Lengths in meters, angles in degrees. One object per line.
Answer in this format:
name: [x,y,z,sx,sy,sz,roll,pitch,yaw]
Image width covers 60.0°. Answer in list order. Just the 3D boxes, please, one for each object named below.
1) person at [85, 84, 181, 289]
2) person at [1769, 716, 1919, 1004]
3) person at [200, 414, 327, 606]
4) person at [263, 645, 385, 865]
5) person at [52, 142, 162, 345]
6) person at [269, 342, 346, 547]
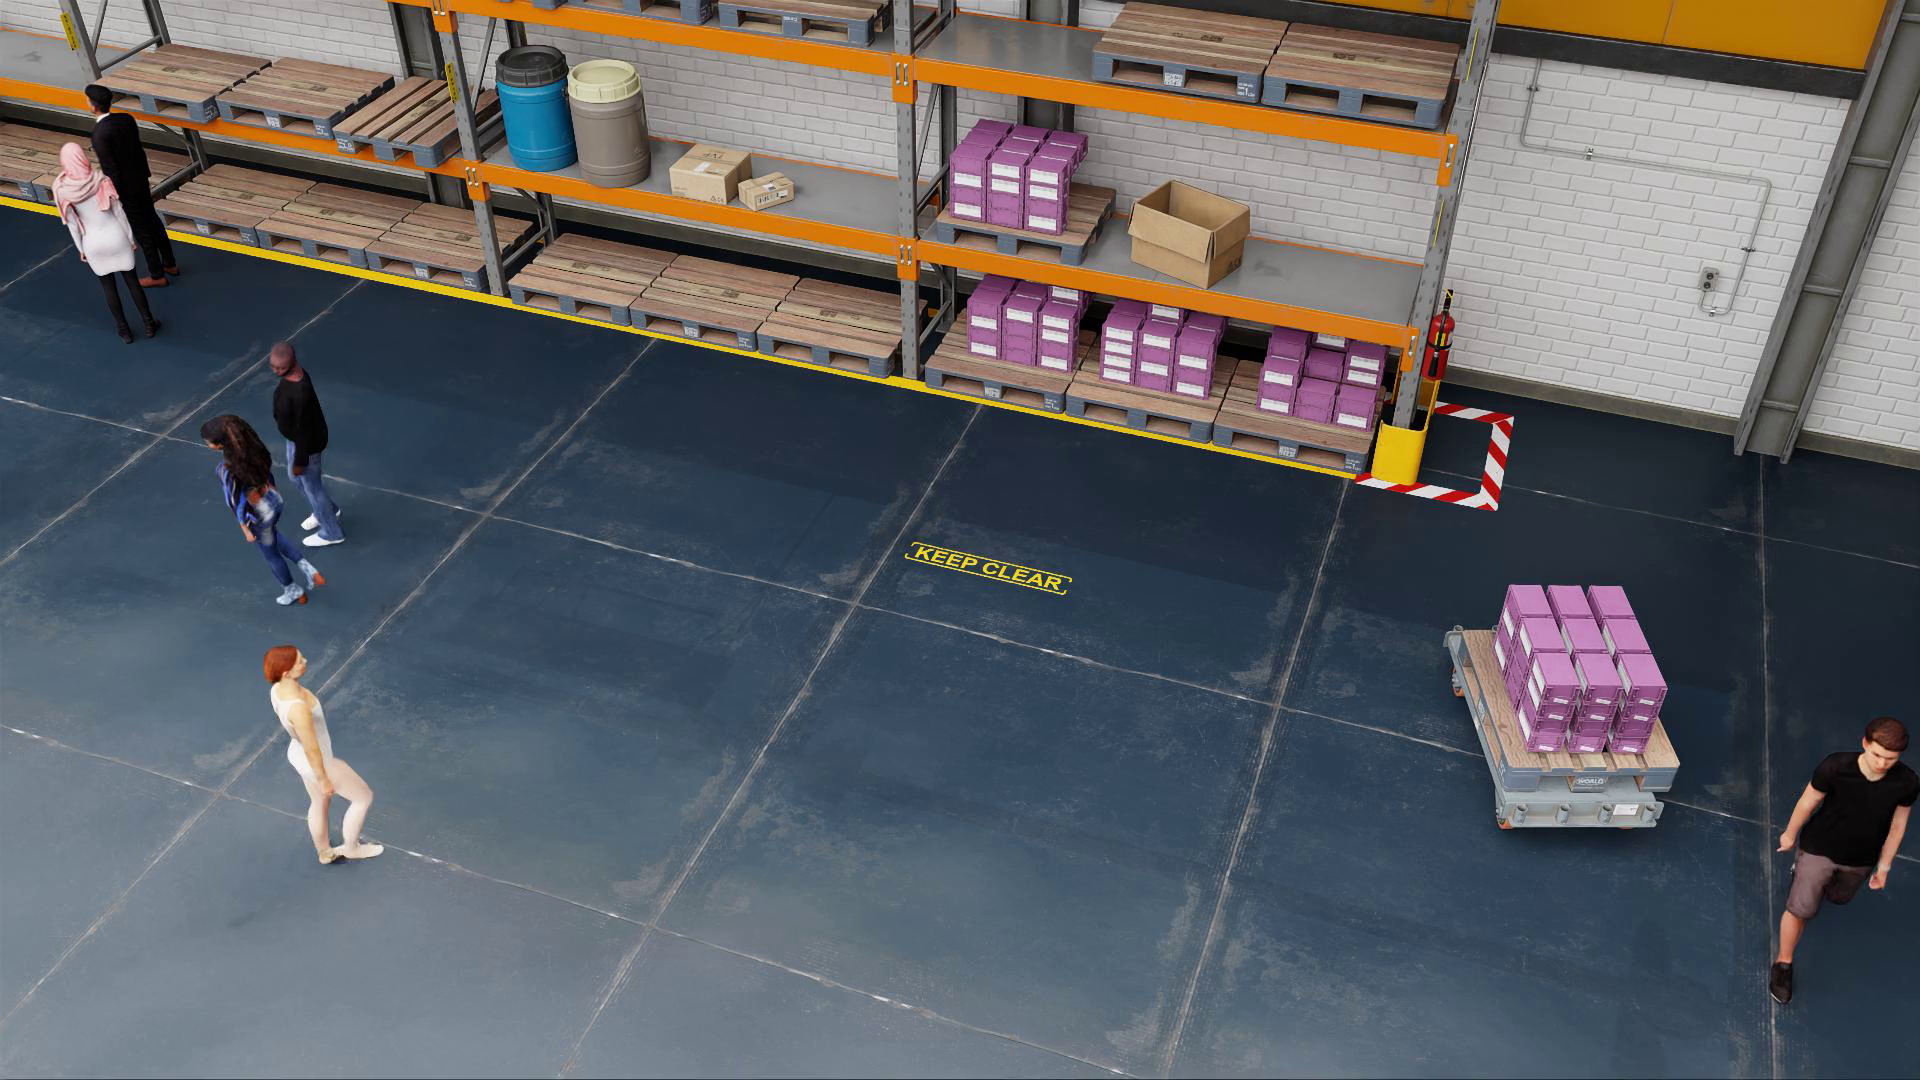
person: [-7.310,-3.123,14.651,0.620,1.884,0.738,6,39,7]
person: [4.661,1.564,8.820,1.087,1.837,0.798,8,39,10]
person: [-4.641,-0.187,11.195,0.748,1.609,0.701,6,39,8]
person: [-3.700,1.278,9.342,0.758,1.632,0.675,-27,46,-30]
person: [-7.146,-2.484,13.914,0.736,1.804,0.794,-17,42,-20]
person: [-4.538,-0.683,11.727,0.812,1.721,0.740,-13,40,-16]
